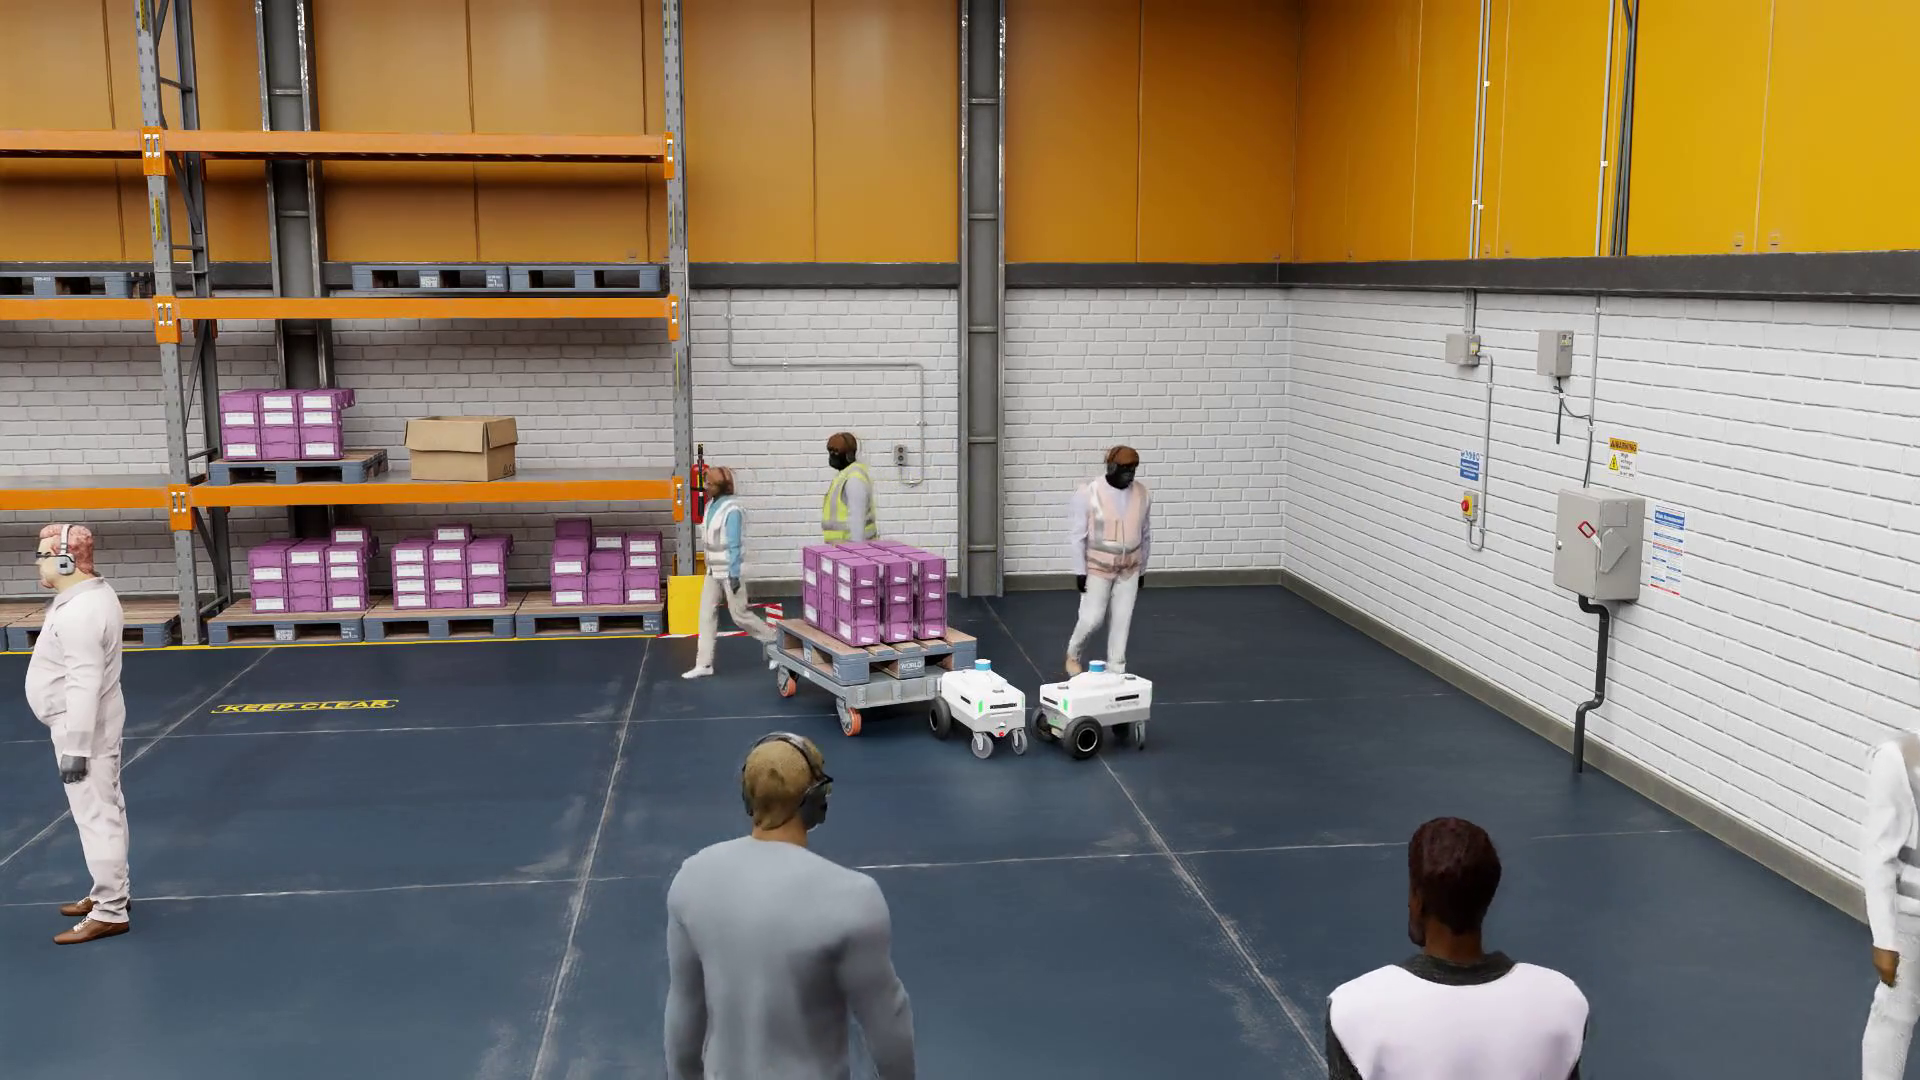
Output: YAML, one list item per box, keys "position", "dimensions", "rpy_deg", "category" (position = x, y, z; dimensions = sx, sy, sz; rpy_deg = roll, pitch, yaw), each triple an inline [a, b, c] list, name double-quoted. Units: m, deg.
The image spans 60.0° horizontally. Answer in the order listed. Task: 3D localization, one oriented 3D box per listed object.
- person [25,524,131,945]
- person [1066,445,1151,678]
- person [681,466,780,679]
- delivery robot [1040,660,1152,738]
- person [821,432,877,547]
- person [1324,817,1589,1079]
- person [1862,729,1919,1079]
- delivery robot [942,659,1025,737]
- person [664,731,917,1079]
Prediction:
- position: [-4.023, 0.871, 7.606]
  dimensions: [0.408, 1.909, 0.642]
  rpy_deg: [-4, 10, -22]
  category: "person"
- position: [1.070, 0.201, 12.071]
  dimensions: [0.649, 1.817, 0.599]
  rpy_deg: [-3, 10, -20]
  category: "person"
- position: [-1.699, 0.232, 12.515]
  dimensions: [0.767, 1.611, 0.522]
  rpy_deg: [-6, 11, -33]
  category: "person"
- position: [0.873, 1.014, 10.624]
  dimensions: [0.707, 0.478, 0.477]
  rpy_deg: [-5, 10, -29]
  category: "delivery robot"
- position: [-0.813, 0.062, 12.917]
  dimensions: [0.534, 1.824, 0.650]
  rpy_deg: [-1, 9, -5]
  category: "person"
- position: [1.072, 1.523, 3.663]
  dimensions: [0.603, 1.868, 1.033]
  rpy_deg: [-1, 9, -4]
  category: "person"
- position: [3.230, 1.267, 5.329]
  dimensions: [0.591, 1.839, 0.941]
  rpy_deg: [0, 9, 2]
  category: "person"
- position: [0.146, 1.009, 10.653]
  dimensions: [0.477, 0.478, 0.707]
  rpy_deg: [-3, 10, -21]
  category: "delivery robot"
- position: [-0.439, 1.422, 4.255]
  dimensions: [0.641, 1.890, 1.013]
  rpy_deg: [6, 11, 35]
  category: "person"
